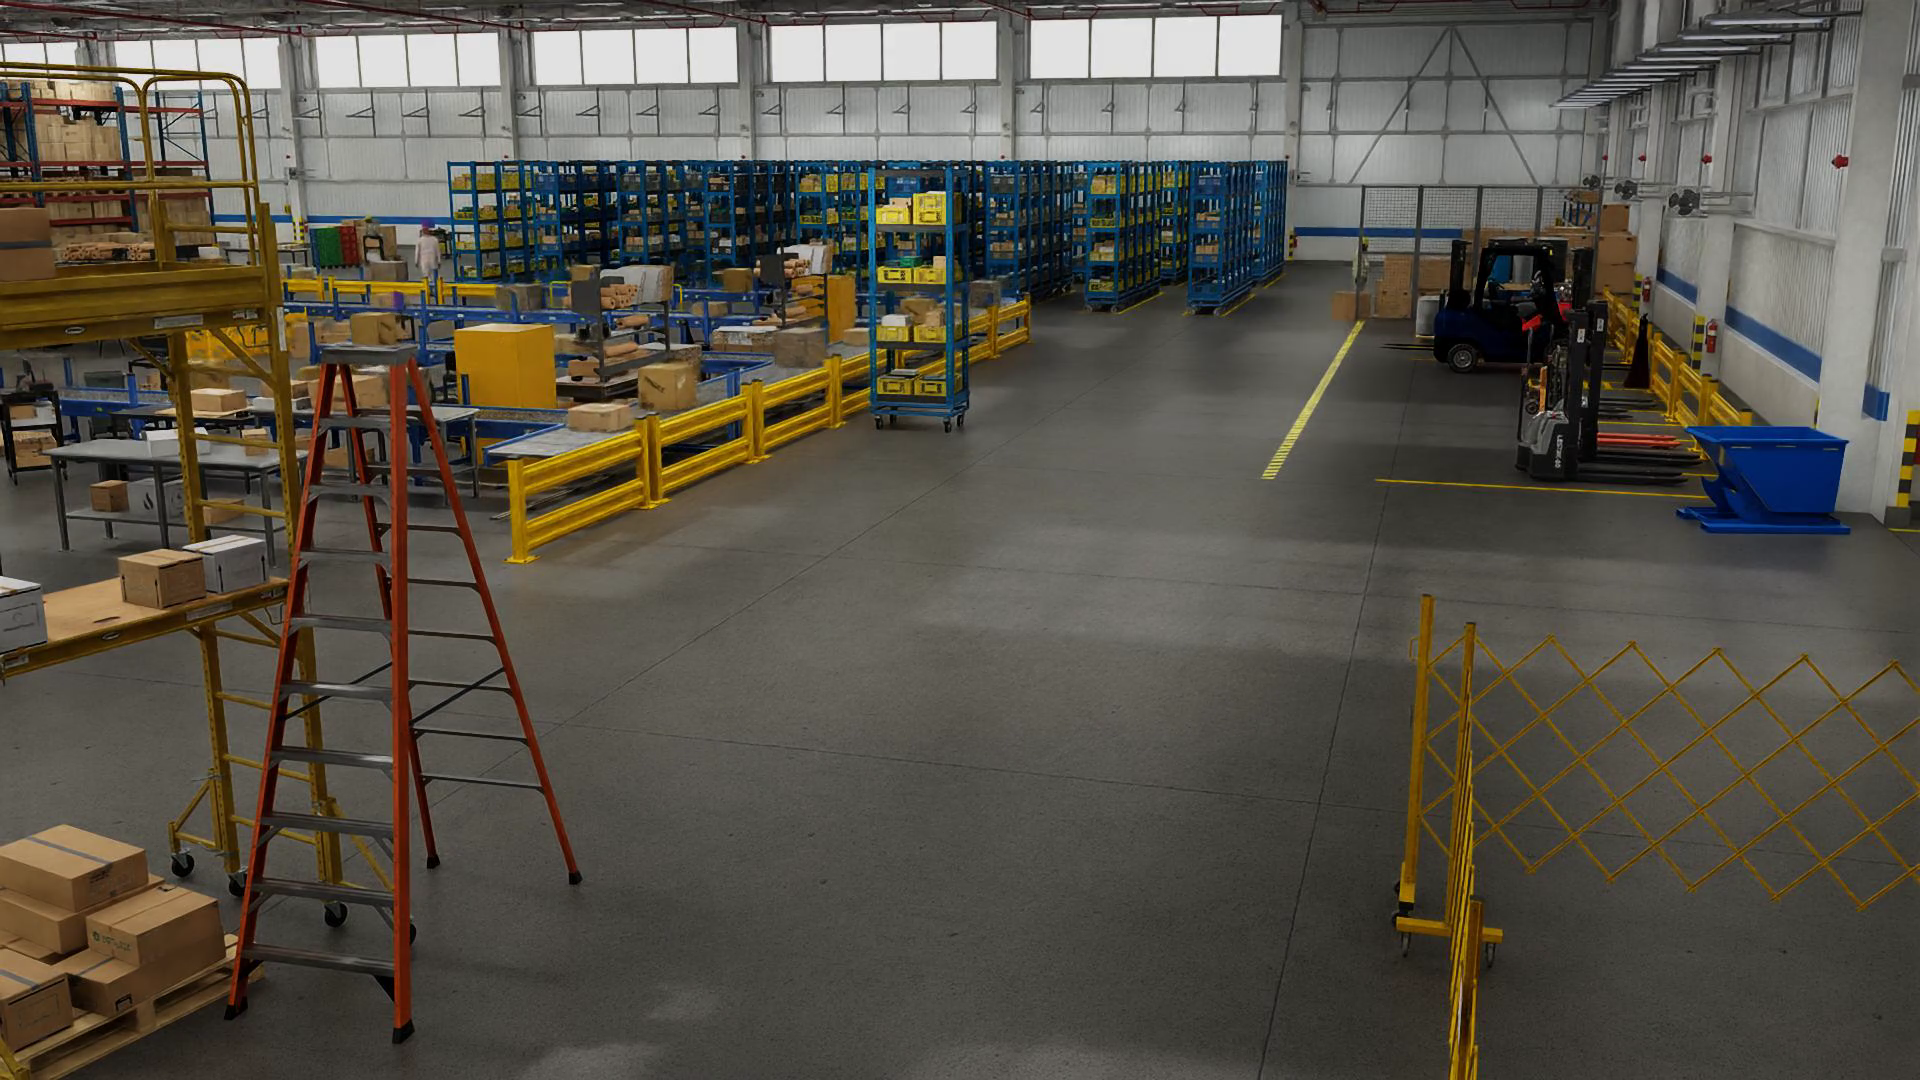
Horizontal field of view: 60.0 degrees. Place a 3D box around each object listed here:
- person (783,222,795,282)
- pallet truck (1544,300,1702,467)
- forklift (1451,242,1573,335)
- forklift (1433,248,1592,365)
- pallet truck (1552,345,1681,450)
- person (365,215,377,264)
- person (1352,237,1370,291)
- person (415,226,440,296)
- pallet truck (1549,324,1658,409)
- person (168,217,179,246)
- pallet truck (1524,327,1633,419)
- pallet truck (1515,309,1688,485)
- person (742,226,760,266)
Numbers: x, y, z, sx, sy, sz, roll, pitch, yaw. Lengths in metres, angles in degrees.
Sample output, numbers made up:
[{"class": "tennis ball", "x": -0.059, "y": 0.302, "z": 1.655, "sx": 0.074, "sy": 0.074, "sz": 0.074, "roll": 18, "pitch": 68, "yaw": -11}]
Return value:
[{"class": "person", "x": -5.158, "y": -8.643, "z": 49.952, "sx": 0.640, "sy": 1.819, "sz": 0.393, "roll": 2, "pitch": 13, "yaw": 10}, {"class": "pallet truck", "x": 8.263, "y": -1.952, "z": 20.631, "sx": 1.885, "sy": 1.965, "sz": 0.823, "roll": 5, "pitch": 14, "yaw": 20}, {"class": "forklift", "x": 10.464, "y": -4.597, "z": 31.405, "sx": 2.680, "sy": 1.987, "sz": 1.157, "roll": 4, "pitch": 14, "yaw": 16}, {"class": "forklift", "x": 9.780, "y": -4.111, "z": 29.280, "sx": 2.680, "sy": 1.987, "sz": 1.157, "roll": 3, "pitch": 13, "yaw": 14}, {"class": "pallet truck", "x": 8.641, "y": -1.896, "z": 21.908, "sx": 1.630, "sy": 1.274, "sz": 0.653, "roll": 4, "pitch": 14, "yaw": 16}, {"class": "person", "x": -20.485, "y": -10.431, "z": 57.889, "sx": 0.560, "sy": 1.705, "sz": 0.509, "roll": -1, "pitch": 13, "yaw": -6}, {"class": "person", "x": 9.751, "y": -6.448, "z": 40.446, "sx": 0.404, "sy": 1.824, "sz": 0.586, "roll": 9, "pitch": 16, "yaw": 33}, {"class": "person", "x": -14.472, "y": -7.579, "z": 45.225, "sx": 0.661, "sy": 1.879, "sz": 0.862, "roll": -10, "pitch": 17, "yaw": -38}, {"class": "pallet truck", "x": 9.824, "y": -2.669, "z": 25.407, "sx": 1.601, "sy": 1.201, "sz": 0.680, "roll": 4, "pitch": 14, "yaw": 16}, {"class": "person", "x": -24.489, "y": -9.061, "z": 51.446, "sx": 0.605, "sy": 1.948, "sz": 0.385, "roll": -6, "pitch": 14, "yaw": -23}, {"class": "pallet truck", "x": 9.065, "y": -2.460, "z": 24.370, "sx": 1.522, "sy": 1.261, "sz": 0.704, "roll": 3, "pitch": 13, "yaw": 14}, {"class": "pallet truck", "x": 7.554, "y": -1.677, "z": 19.446, "sx": 1.885, "sy": 1.965, "sz": 0.823, "roll": 3, "pitch": 13, "yaw": 14}, {"class": "person", "x": -6.443, "y": -8.991, "z": 51.115, "sx": 0.621, "sy": 1.961, "sz": 0.607, "roll": -9, "pitch": 16, "yaw": -34}]
